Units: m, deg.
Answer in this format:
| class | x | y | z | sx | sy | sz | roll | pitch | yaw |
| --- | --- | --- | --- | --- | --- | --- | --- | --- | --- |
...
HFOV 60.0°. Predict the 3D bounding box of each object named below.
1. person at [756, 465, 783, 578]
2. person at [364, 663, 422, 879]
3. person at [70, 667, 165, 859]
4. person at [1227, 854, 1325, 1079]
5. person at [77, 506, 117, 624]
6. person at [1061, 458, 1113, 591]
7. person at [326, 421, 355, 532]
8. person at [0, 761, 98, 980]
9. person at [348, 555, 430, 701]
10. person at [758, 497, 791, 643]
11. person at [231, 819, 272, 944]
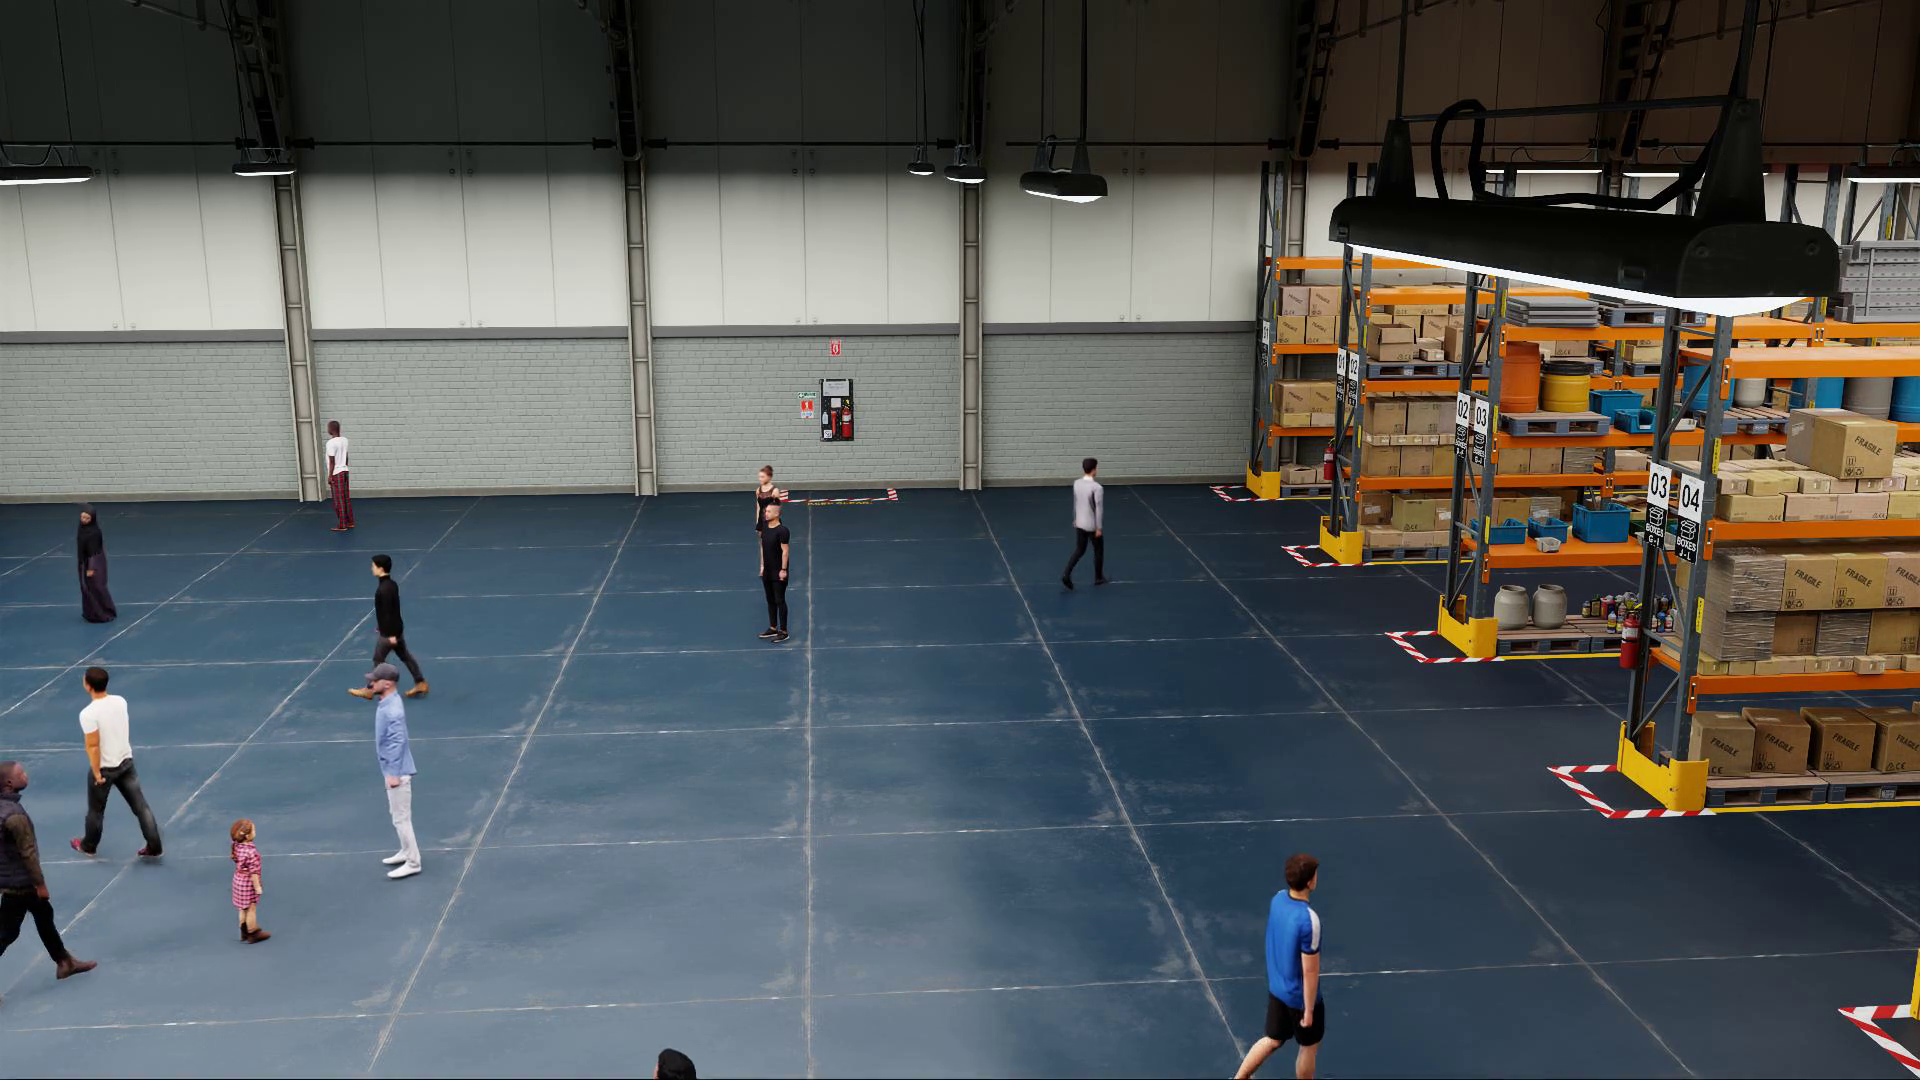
| class | x | y | z | sx | sy | sz | roll | pitch | yaw |
| --- | --- | --- | --- | --- | --- | --- | --- | --- | --- |
| person | -2.802 | -0.268 | 24.490 | 0.672 | 1.680 | 0.751 | 8 | 15 | 32 |
| person | -4.872 | 1.965 | 14.393 | 0.699 | 1.884 | 0.721 | -6 | 14 | -24 |
| person | -7.338 | 1.992 | 14.550 | 1.253 | 1.761 | 1.022 | 6 | 14 | 23 |
| person | 2.041 | 2.871 | 10.564 | 1.225 | 1.847 | 0.954 | -6 | 15 | -26 |
| person | -11.630 | 0.288 | 22.288 | 0.813 | 1.591 | 0.798 | -6 | 14 | -24 |
| person | 1.765 | -0.222 | 23.773 | 1.312 | 1.913 | 1.193 | -12 | 18 | -42 |
| person | -10.325 | -1.084 | 27.670 | 0.644 | 1.835 | 0.716 | 3 | 13 | 12 |
| person | -6.990 | 2.535 | 12.142 | 1.306 | 1.791 | 1.179 | -12 | 18 | -41 |
| person | -6.413 | 1.013 | 18.949 | 1.074 | 1.685 | 0.649 | -1 | 13 | -6 |
| person | -2.377 | 0.363 | 21.356 | 0.802 | 1.865 | 0.774 | -12 | 17 | -41 |
| person | -5.646 | 2.693 | 13.165 | 0.494 | 1.021 | 0.555 | 11 | 17 | 39 |
